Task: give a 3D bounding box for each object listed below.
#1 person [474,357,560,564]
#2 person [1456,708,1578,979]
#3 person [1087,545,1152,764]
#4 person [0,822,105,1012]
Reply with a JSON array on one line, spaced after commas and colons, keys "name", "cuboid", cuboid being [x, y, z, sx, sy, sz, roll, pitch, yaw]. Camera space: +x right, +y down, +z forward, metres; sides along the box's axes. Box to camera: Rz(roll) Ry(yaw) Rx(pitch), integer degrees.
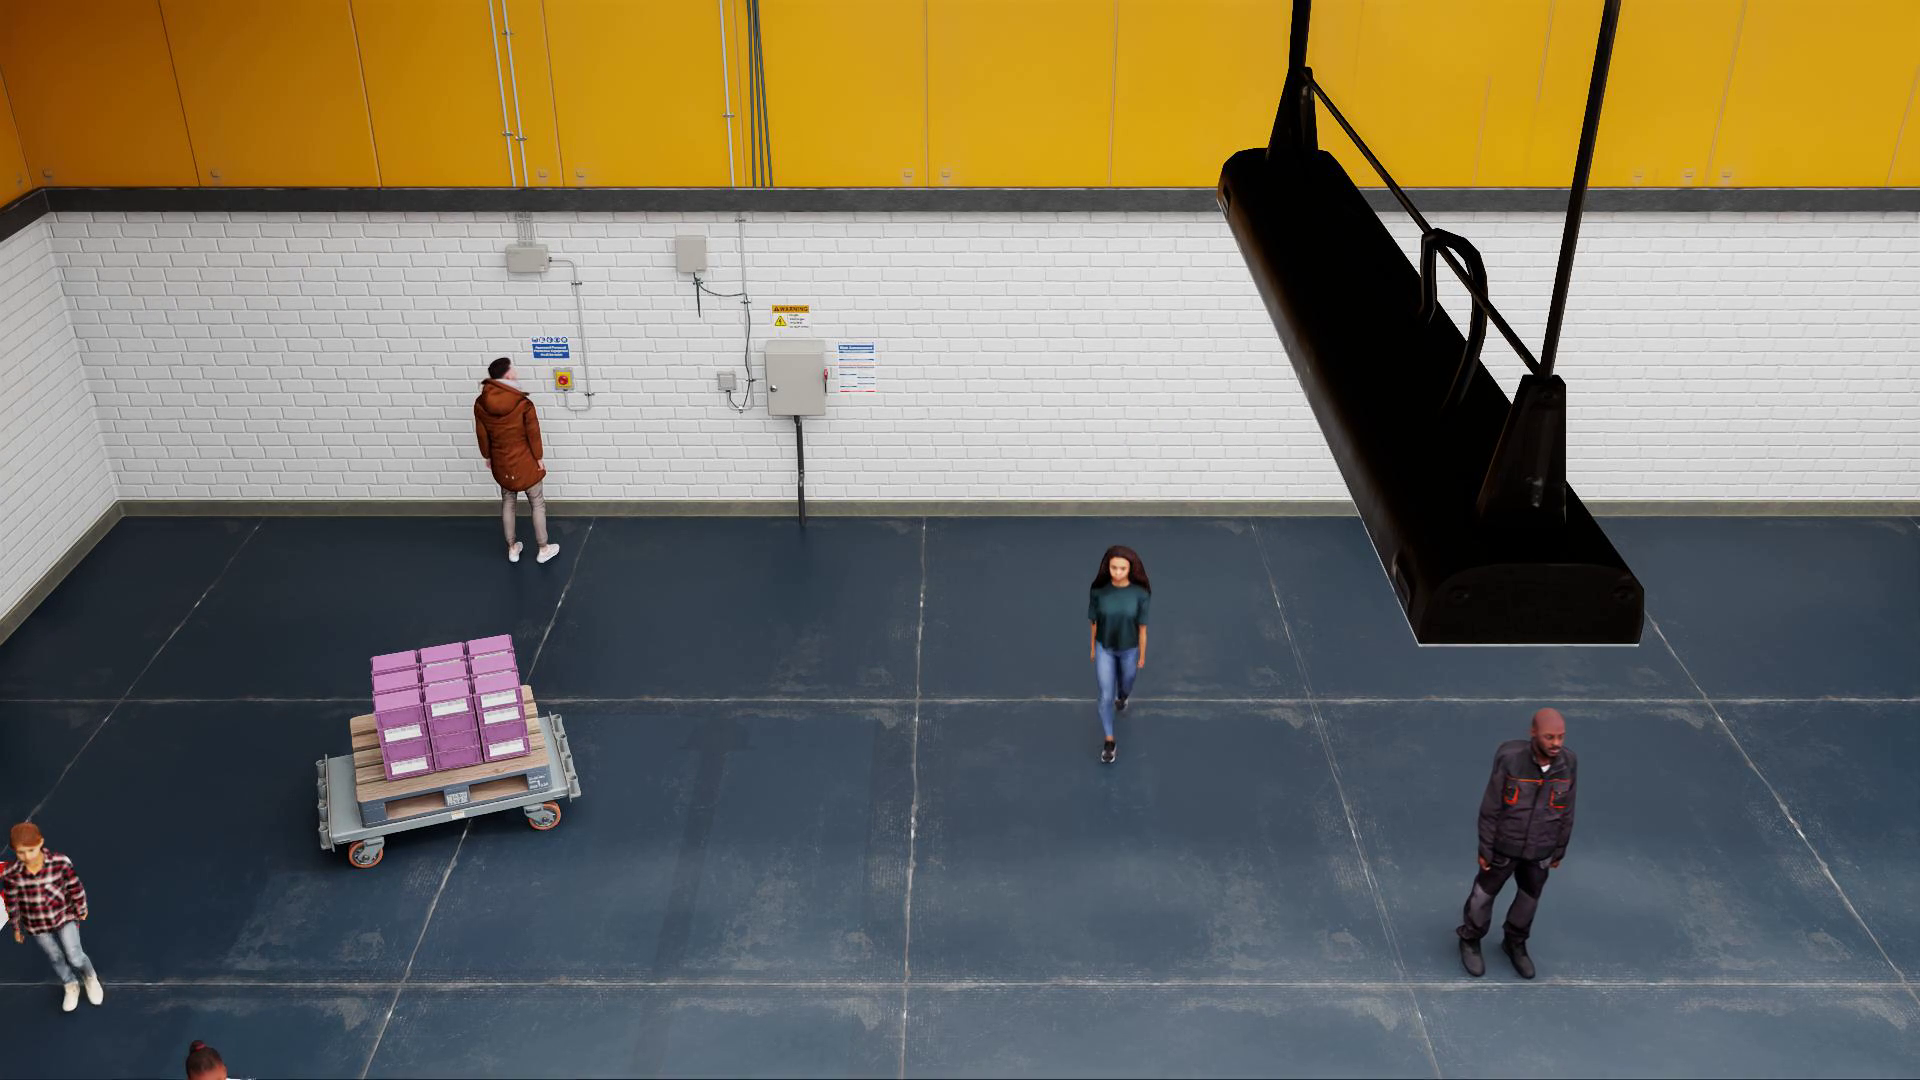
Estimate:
[{"name": "person", "cuboid": [-3.752, -0.663, 14.037, 0.746, 1.836, 0.731, 4, 29, 8]}, {"name": "person", "cuboid": [3.256, 1.724, 9.679, 0.685, 1.818, 0.567, 0, 29, 1]}, {"name": "person", "cuboid": [1.115, 0.734, 11.726, 0.687, 1.597, 1.014, 5, 29, 8]}, {"name": "person", "cuboid": [-5.203, 2.107, 9.521, 0.588, 1.297, 0.578, -8, 30, -14]}]
